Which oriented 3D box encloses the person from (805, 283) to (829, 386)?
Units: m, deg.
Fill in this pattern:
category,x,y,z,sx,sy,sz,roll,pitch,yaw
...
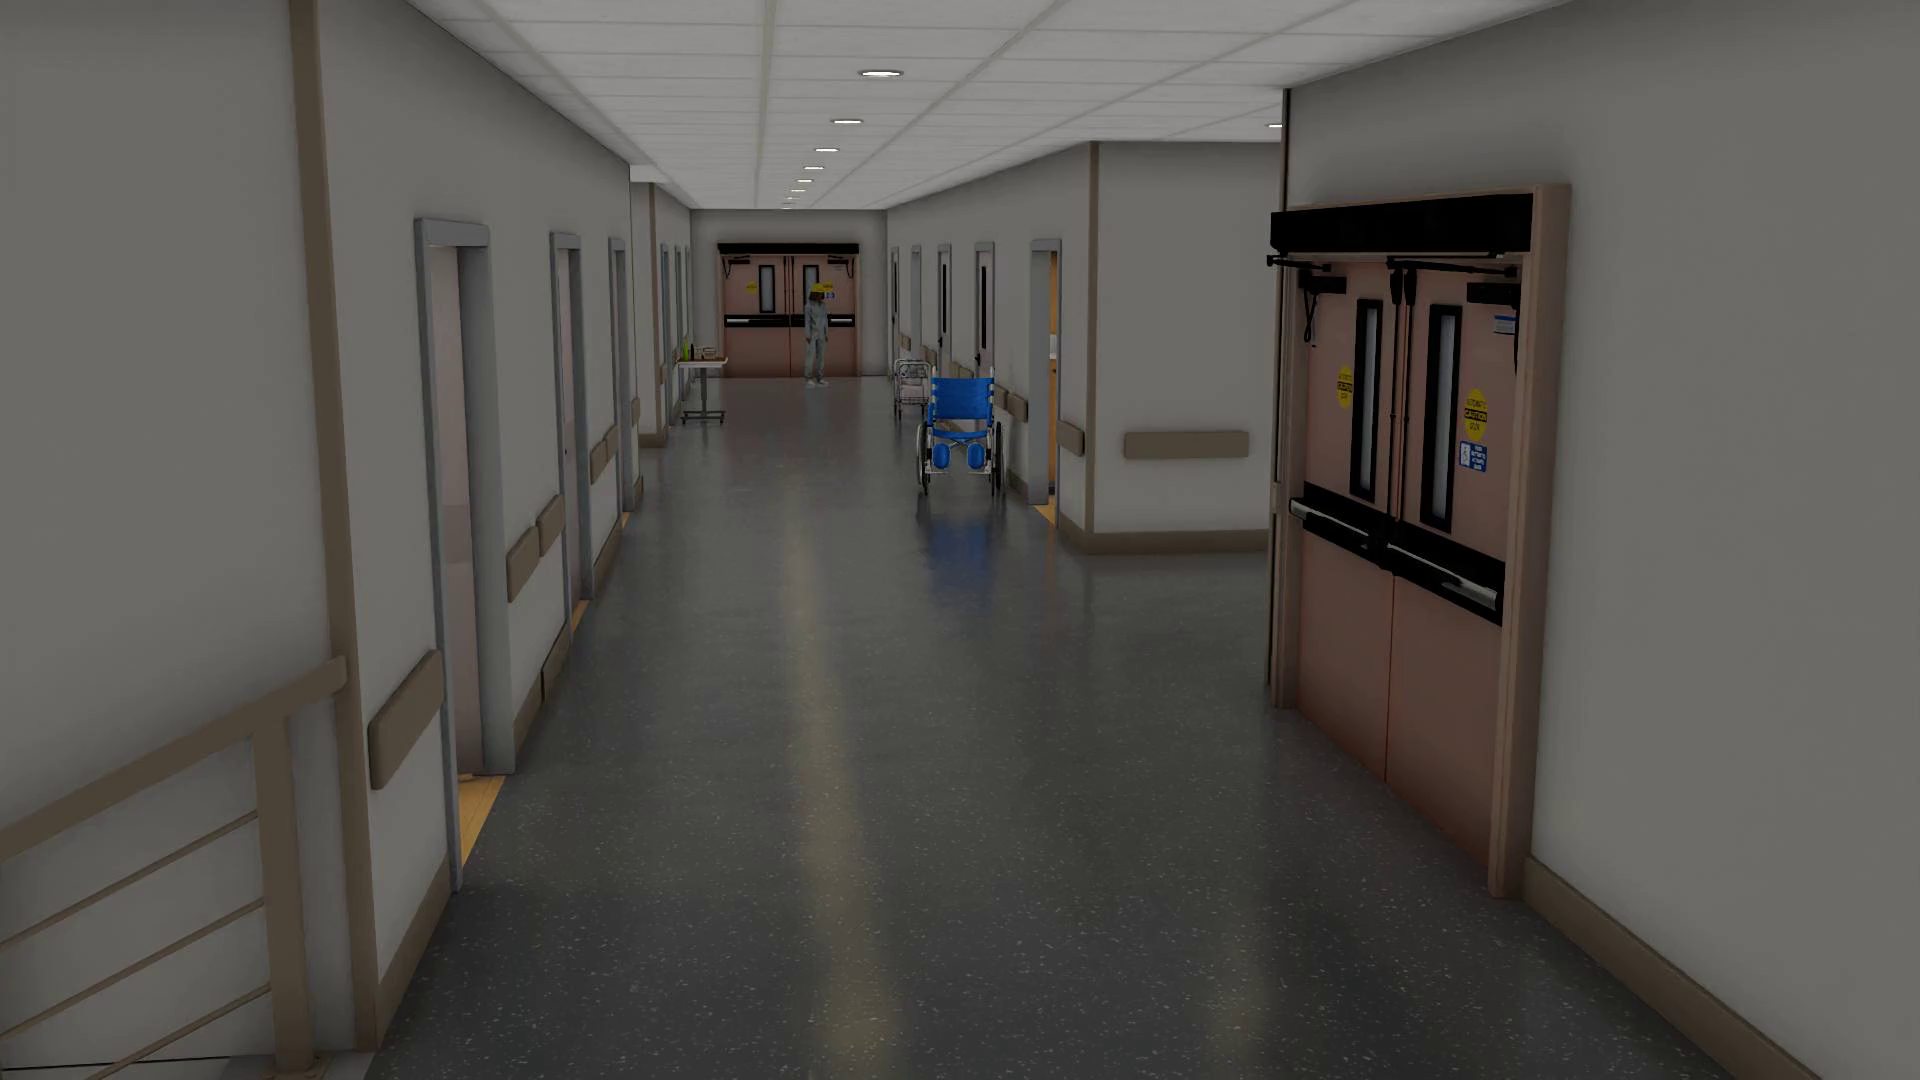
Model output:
category,x,y,z,sx,sy,sz,roll,pitch,yaw
person,-2.424,-3.480,28.197,0.359,1.733,0.486,8,13,41
